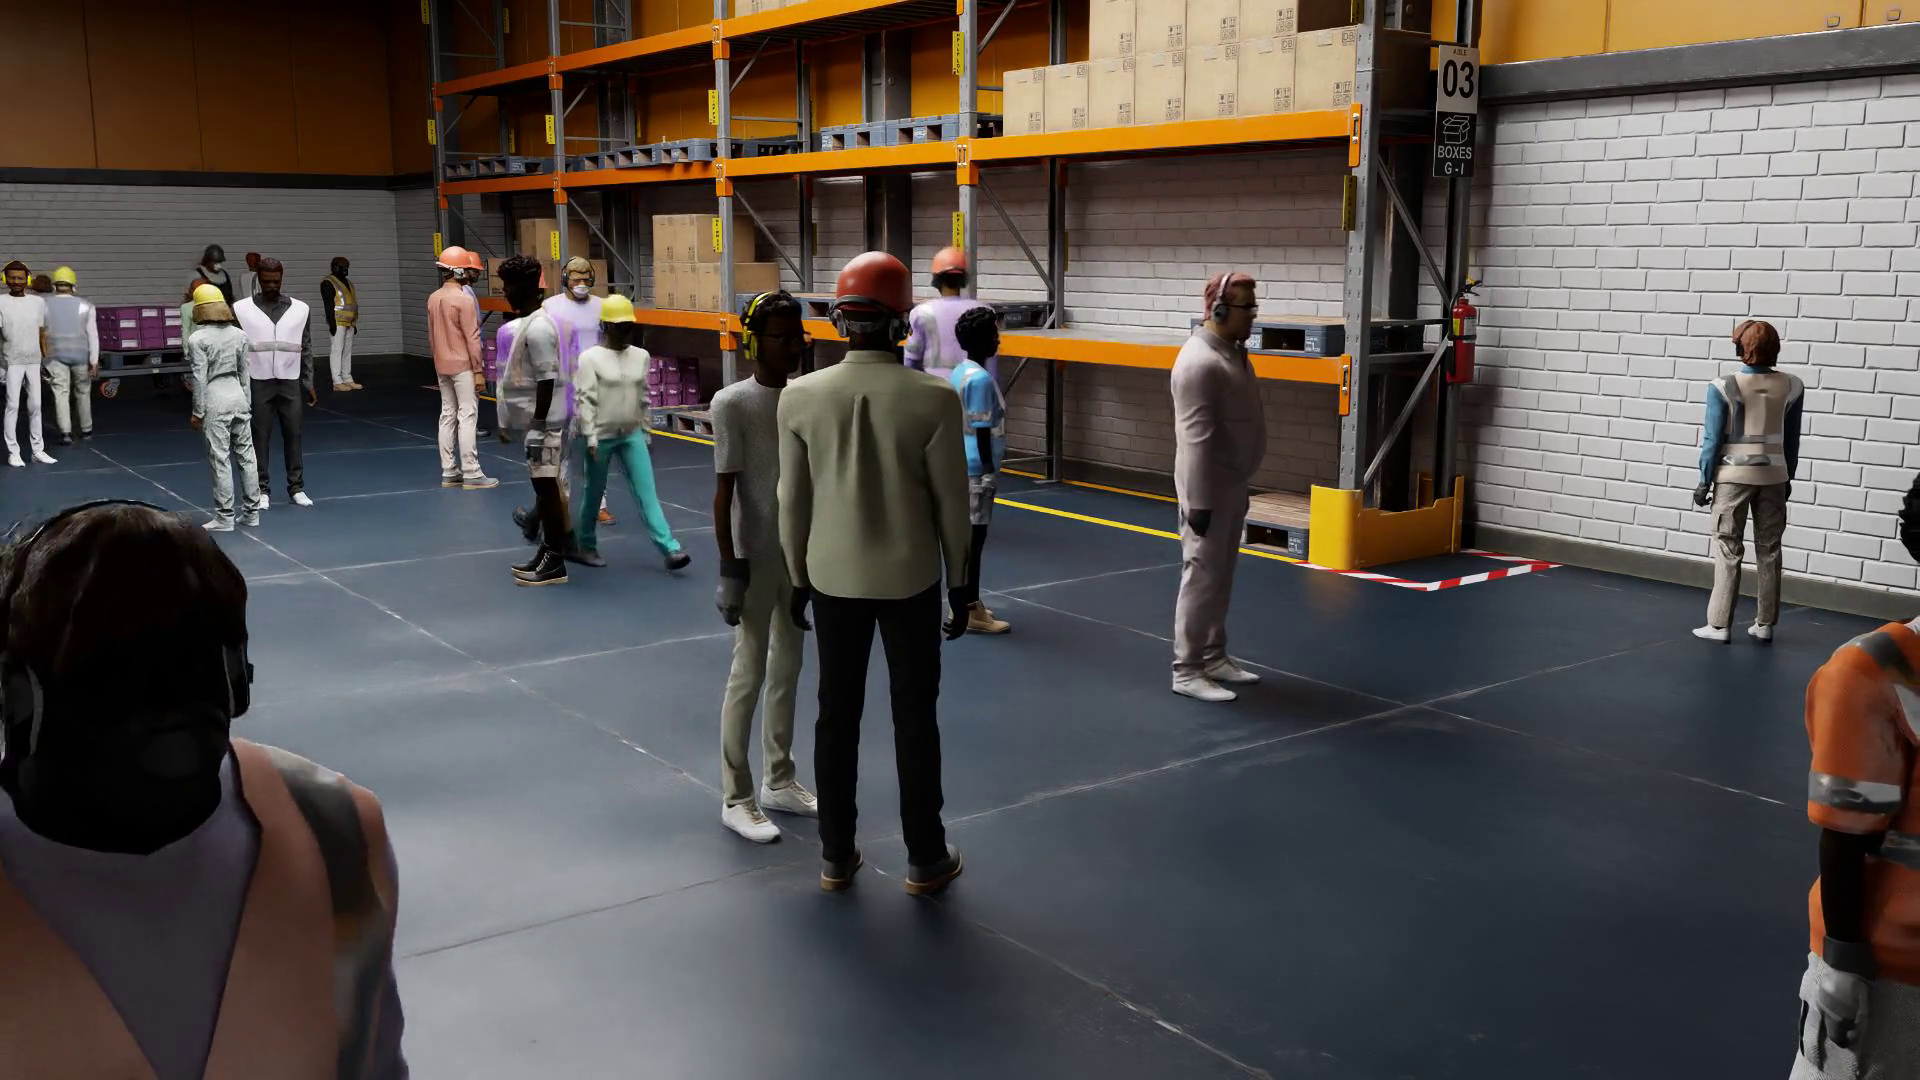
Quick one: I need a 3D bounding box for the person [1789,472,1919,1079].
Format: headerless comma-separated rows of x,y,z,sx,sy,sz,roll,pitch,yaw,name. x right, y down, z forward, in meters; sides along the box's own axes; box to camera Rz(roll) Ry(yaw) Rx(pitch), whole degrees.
1.629,0.690,2.791,0.534,1.697,0.318,-4,11,-21,person

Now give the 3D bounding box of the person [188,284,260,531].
-5.235,-0.931,11.762,0.311,1.735,0.484,5,11,26,person

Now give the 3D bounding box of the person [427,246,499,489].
-4.131,-1.413,13.733,0.612,1.995,0.376,8,13,38,person

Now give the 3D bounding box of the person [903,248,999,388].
-0.088,-0.992,11.394,0.632,1.978,1.082,-3,11,-16,person

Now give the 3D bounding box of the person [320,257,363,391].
-8.520,-2.979,22.951,0.429,1.839,0.623,1,10,8,person

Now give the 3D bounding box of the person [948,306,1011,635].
0.082,-0.363,8.684,0.321,1.697,0.529,-2,10,-13,person

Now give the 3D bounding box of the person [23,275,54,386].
-12.610,-2.839,22.834,0.497,1.598,0.824,4,11,23,person

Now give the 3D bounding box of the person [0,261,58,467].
-8.532,-1.603,15.163,0.332,1.866,0.514,7,12,33,person

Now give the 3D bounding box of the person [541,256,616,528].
-2.711,-1.051,11.878,0.627,1.934,0.372,-6,12,-31,person

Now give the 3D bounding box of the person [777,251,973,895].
-0.257,0.115,5.170,0.611,1.996,0.378,2,10,12,person

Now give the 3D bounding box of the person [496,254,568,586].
-2.527,-0.708,9.891,0.378,1.957,0.600,-3,11,-16,person

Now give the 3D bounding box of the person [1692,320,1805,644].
3.978,-0.285,8.405,0.514,1.642,0.310,-1,10,-5,person

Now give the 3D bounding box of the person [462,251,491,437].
-5.142,-2.048,17.462,0.376,1.934,0.546,-3,11,-16,person

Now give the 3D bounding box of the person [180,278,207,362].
-8.721,-2.206,19.218,0.497,1.626,0.287,-9,14,-42,person

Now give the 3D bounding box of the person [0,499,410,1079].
-0.825,0.843,1.648,0.618,1.812,0.922,-10,14,-44,person

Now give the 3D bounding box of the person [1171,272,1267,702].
1.159,-0.233,7.413,0.400,1.897,0.649,4,11,23,person

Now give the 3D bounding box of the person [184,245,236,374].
-10.229,-3.049,22.765,0.652,2.000,0.690,6,12,29,person

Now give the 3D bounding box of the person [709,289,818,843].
-0.639,0.081,5.717,0.309,1.868,0.535,7,12,34,person

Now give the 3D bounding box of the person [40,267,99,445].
-9.049,-1.862,16.852,0.600,1.789,0.926,-4,11,-23,person

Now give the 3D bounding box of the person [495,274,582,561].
-2.752,-0.832,10.820,0.562,1.868,1.035,-8,13,-40,person

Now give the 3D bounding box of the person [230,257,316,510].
-5.252,-1.198,12.755,0.589,1.914,0.392,-7,12,-34,person

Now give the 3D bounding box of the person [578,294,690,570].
-2.064,-0.635,10.180,0.541,1.707,0.935,-9,13,-40,person

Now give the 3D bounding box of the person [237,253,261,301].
-10.380,-3.289,24.556,0.573,1.883,0.357,6,12,30,person
